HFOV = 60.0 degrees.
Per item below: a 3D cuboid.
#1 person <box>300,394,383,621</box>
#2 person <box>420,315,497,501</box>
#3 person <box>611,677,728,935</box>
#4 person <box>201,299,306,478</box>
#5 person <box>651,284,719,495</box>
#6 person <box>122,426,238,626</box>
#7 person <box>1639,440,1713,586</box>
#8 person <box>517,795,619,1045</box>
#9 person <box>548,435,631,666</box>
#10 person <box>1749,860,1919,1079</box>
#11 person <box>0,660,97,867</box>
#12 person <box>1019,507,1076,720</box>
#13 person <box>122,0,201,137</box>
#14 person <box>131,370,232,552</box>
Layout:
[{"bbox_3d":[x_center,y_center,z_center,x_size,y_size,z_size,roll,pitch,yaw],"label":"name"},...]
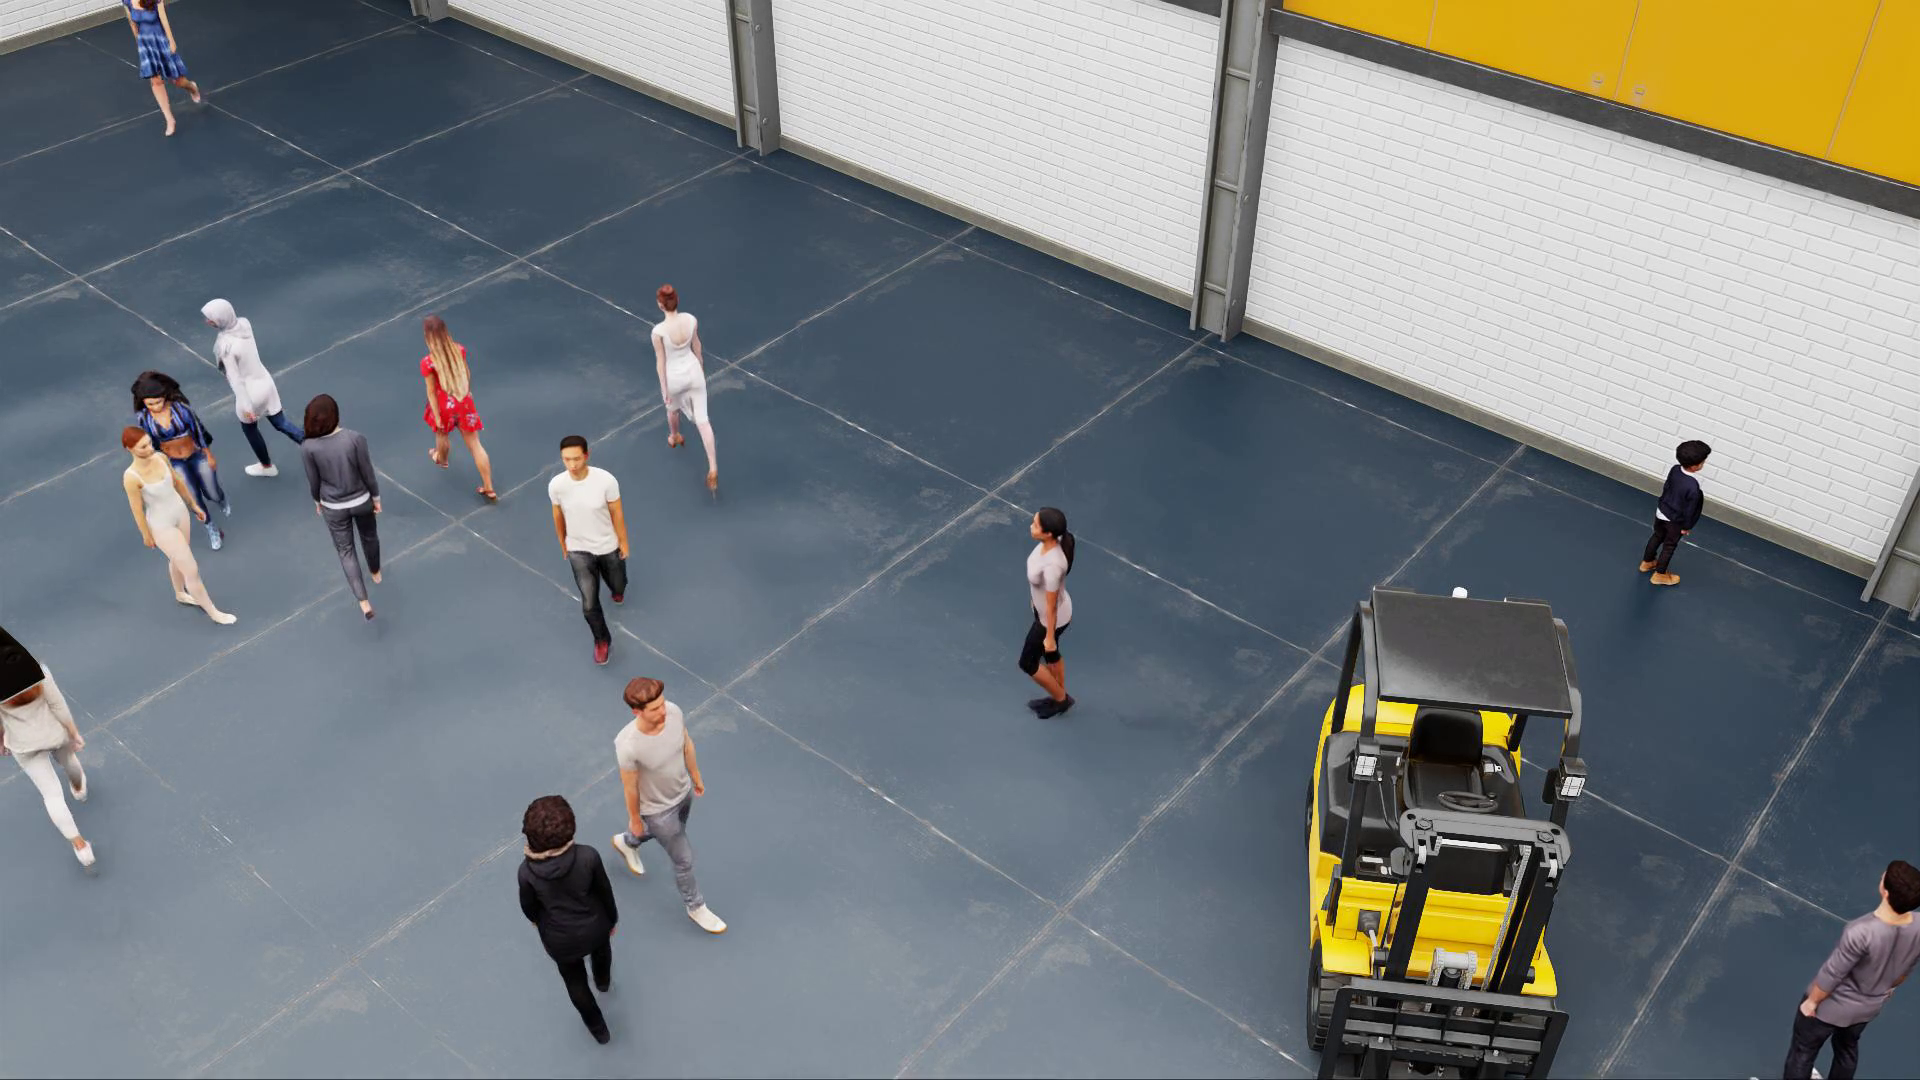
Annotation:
[{"bbox_3d":[-4.359,-0.221,11.849,0.917,1.745,1.138,-15,41,-18],"label":"person"},{"bbox_3d":[-3.902,-0.989,12.973,1.084,1.543,0.637,32,48,33],"label":"person"},{"bbox_3d":[-1.784,1.458,9.649,1.189,1.867,0.782,20,43,23],"label":"person"},{"bbox_3d":[-5.421,-1.130,12.994,1.174,1.737,0.951,10,40,13],"label":"person"},{"bbox_3d":[-2.119,-1.157,13.027,0.829,1.737,1.200,-21,43,-24],"label":"person"},{"bbox_3d":[-5.703,-0.132,11.834,0.940,1.625,0.784,8,39,9],"label":"person"},{"bbox_3d":[5.277,-0.220,12.264,0.645,1.226,0.574,-7,39,-8],"label":"person"},{"bbox_3d":[-2.047,2.112,8.919,0.868,1.756,0.984,-13,40,-16],"label":"person"},{"bbox_3d":[-2.524,-0.014,11.560,1.014,1.783,1.104,-5,39,-6],"label":"person"},{"bbox_3d":[4.583,2.340,8.560,0.729,1.847,0.757,-7,39,-8],"label":"person"},{"bbox_3d":[-5.551,1.265,10.053,0.820,1.664,1.214,-22,44,-25],"label":"person"},{"bbox_3d":[0.674,0.510,10.942,0.790,1.736,0.744,1,39,2],"label":"person"},{"bbox_3d":[-8.780,-5.385,18.286,1.043,1.781,1.045,3,39,3],"label":"person"},{"bbox_3d":[-5.810,-0.641,12.482,0.832,1.611,0.915,-15,41,-18],"label":"person"}]
